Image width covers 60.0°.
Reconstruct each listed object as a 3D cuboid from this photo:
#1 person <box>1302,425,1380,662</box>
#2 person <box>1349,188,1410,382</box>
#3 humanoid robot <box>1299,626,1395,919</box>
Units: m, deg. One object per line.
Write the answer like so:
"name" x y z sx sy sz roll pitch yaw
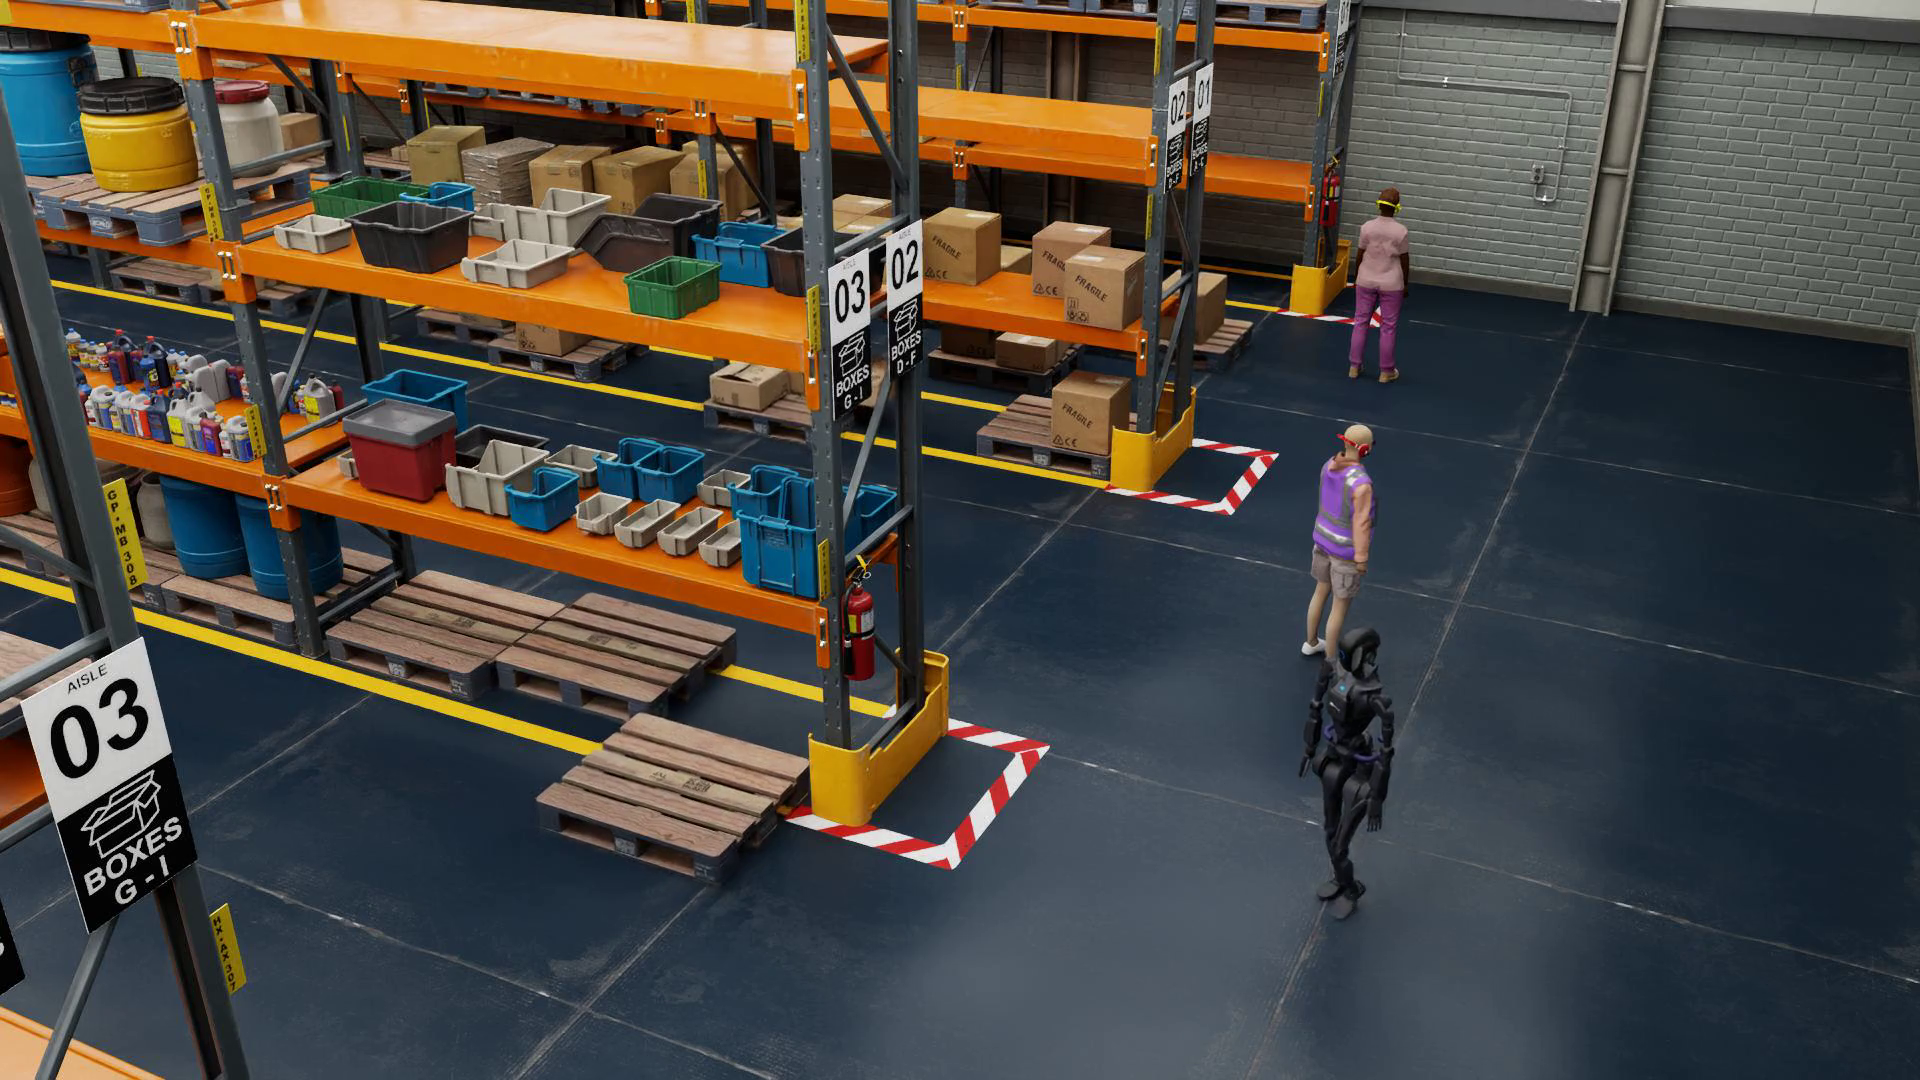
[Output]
"person" 2.425 0.057 10.590 0.348 1.688 0.491 -9 28 -18
"person" 3.875 -2.344 15.325 0.518 1.801 0.332 15 30 27
"humanoid robot" 1.963 1.146 8.387 0.375 1.645 0.589 -16 31 -30
